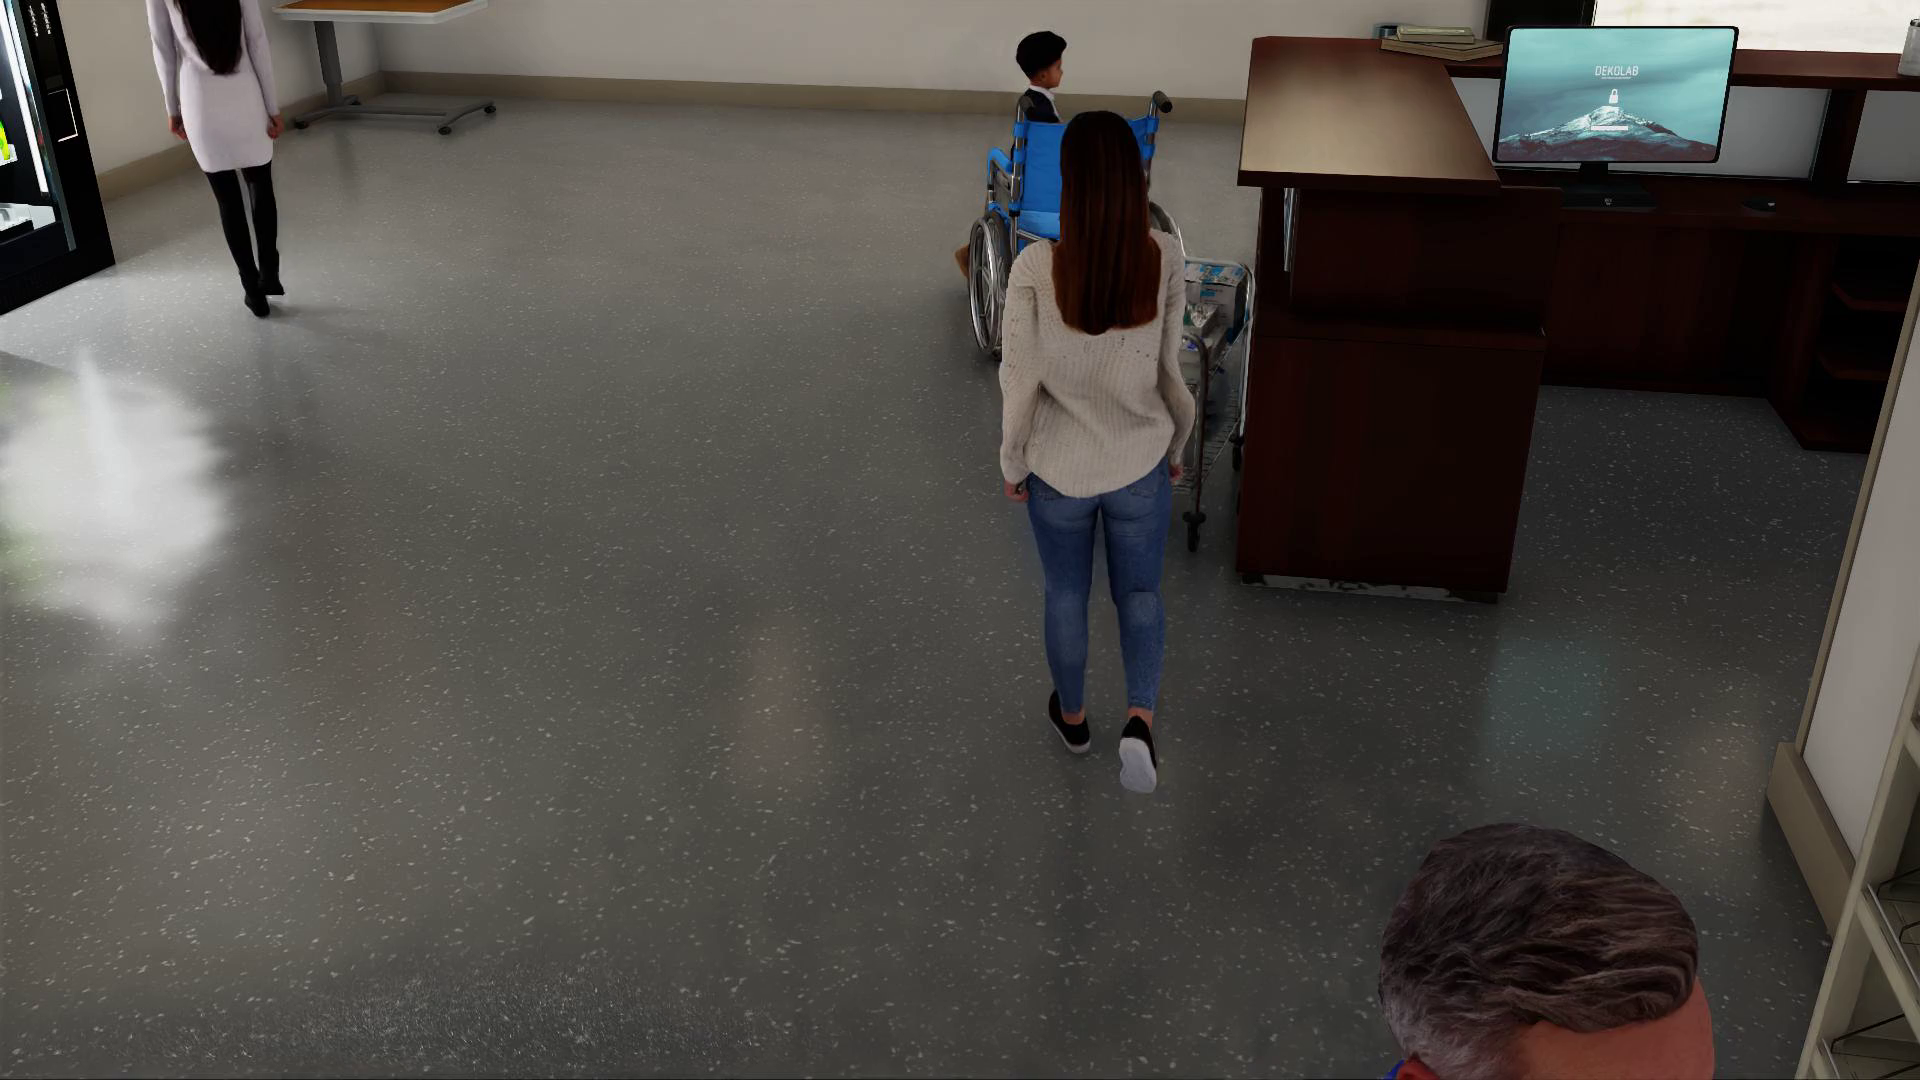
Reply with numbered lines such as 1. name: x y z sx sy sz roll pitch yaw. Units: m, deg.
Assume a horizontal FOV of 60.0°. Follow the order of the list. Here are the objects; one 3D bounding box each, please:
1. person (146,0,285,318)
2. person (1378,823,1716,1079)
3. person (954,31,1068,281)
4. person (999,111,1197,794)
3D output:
1. person: -3.244 -1.851 7.343 0.744 1.800 0.787 -12 28 -24
2. person: 0.289 0.961 1.507 1.015 1.803 1.073 -18 31 -33
3. person: 0.282 -1.710 7.692 0.760 1.203 0.854 -6 26 -11
4. person: 0.351 -0.145 3.946 0.775 1.676 0.987 -3 26 -6
